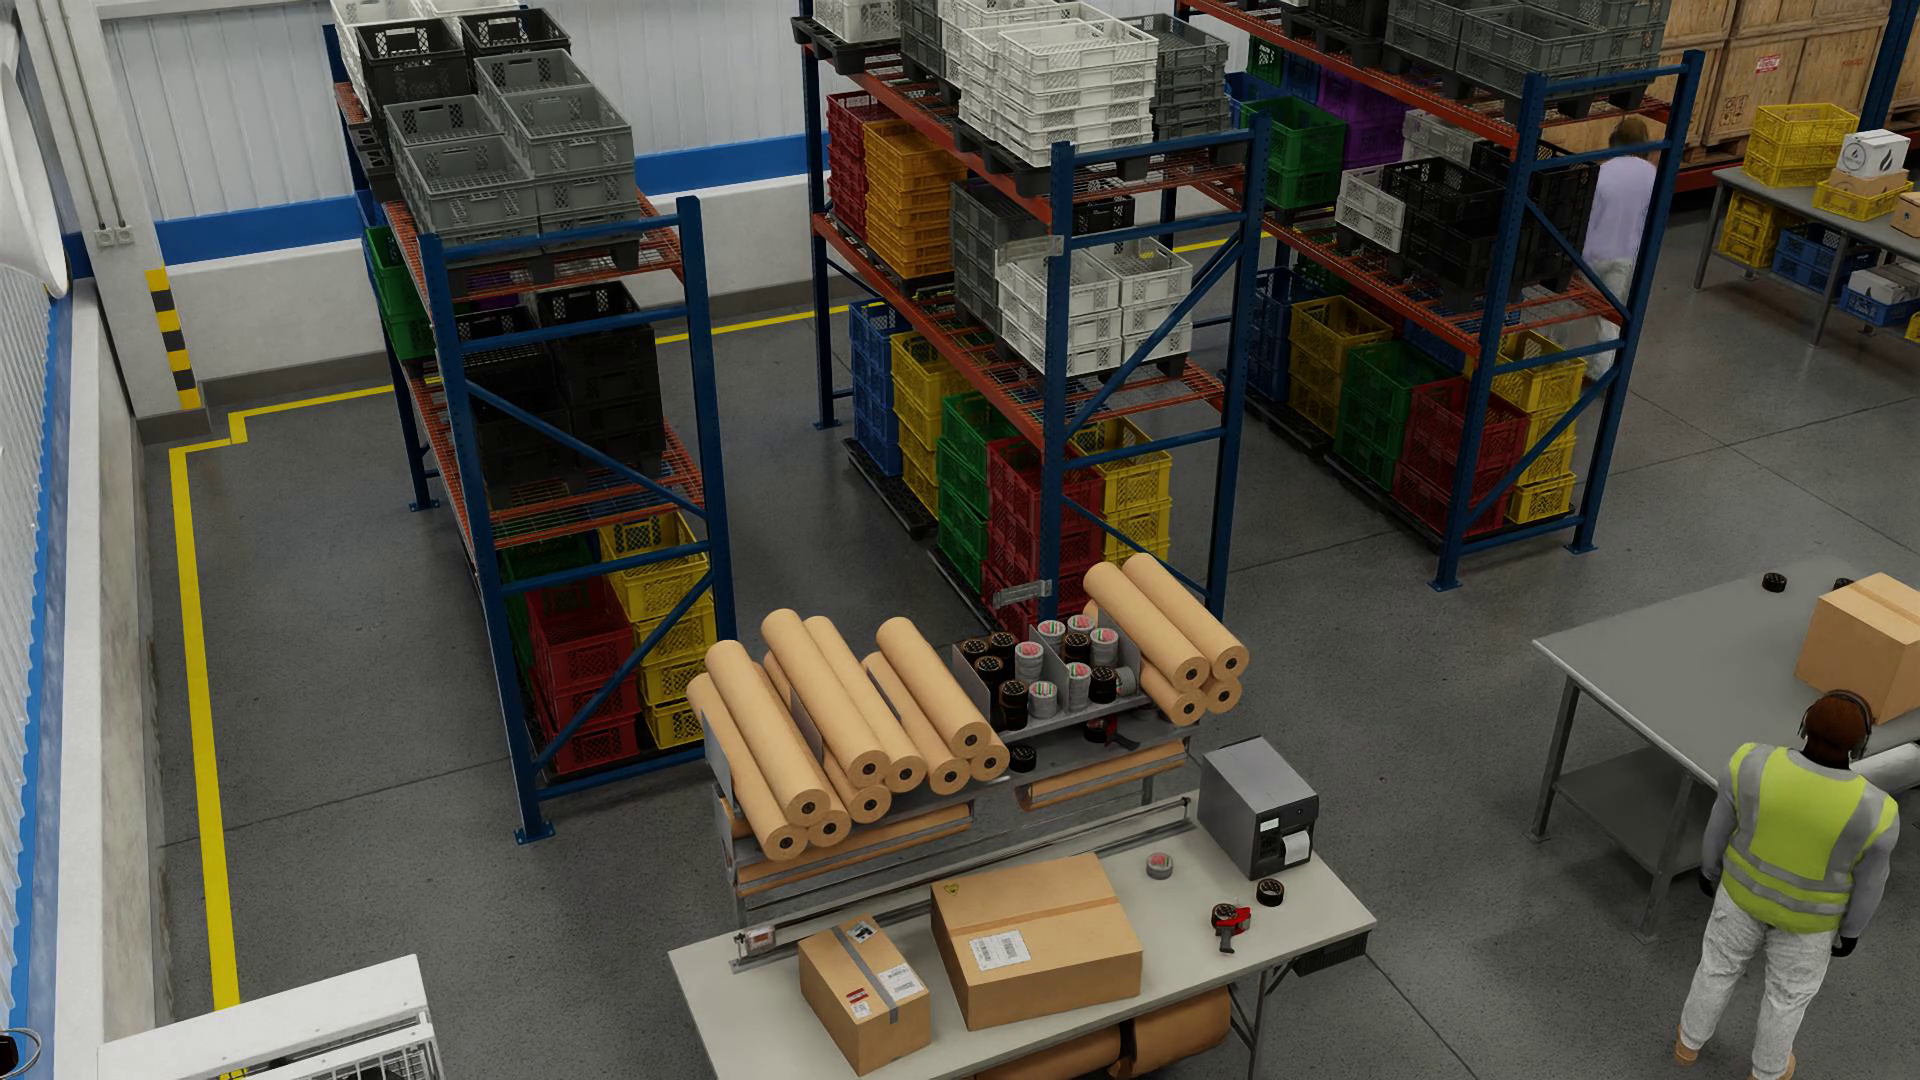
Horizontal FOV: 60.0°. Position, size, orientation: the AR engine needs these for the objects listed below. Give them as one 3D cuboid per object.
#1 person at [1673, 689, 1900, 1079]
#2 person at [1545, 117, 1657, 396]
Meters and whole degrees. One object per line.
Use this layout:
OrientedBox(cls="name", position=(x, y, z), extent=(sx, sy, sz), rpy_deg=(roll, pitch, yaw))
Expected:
OrientedBox(cls="person", position=(3.105, 1.340, 6.287), extent=(0.623, 1.839, 0.429), rpy_deg=(23, 39, 33))
OrientedBox(cls="person", position=(4.516, -2.018, 11.691), extent=(0.652, 1.886, 0.900), rpy_deg=(-7, 32, -11))
